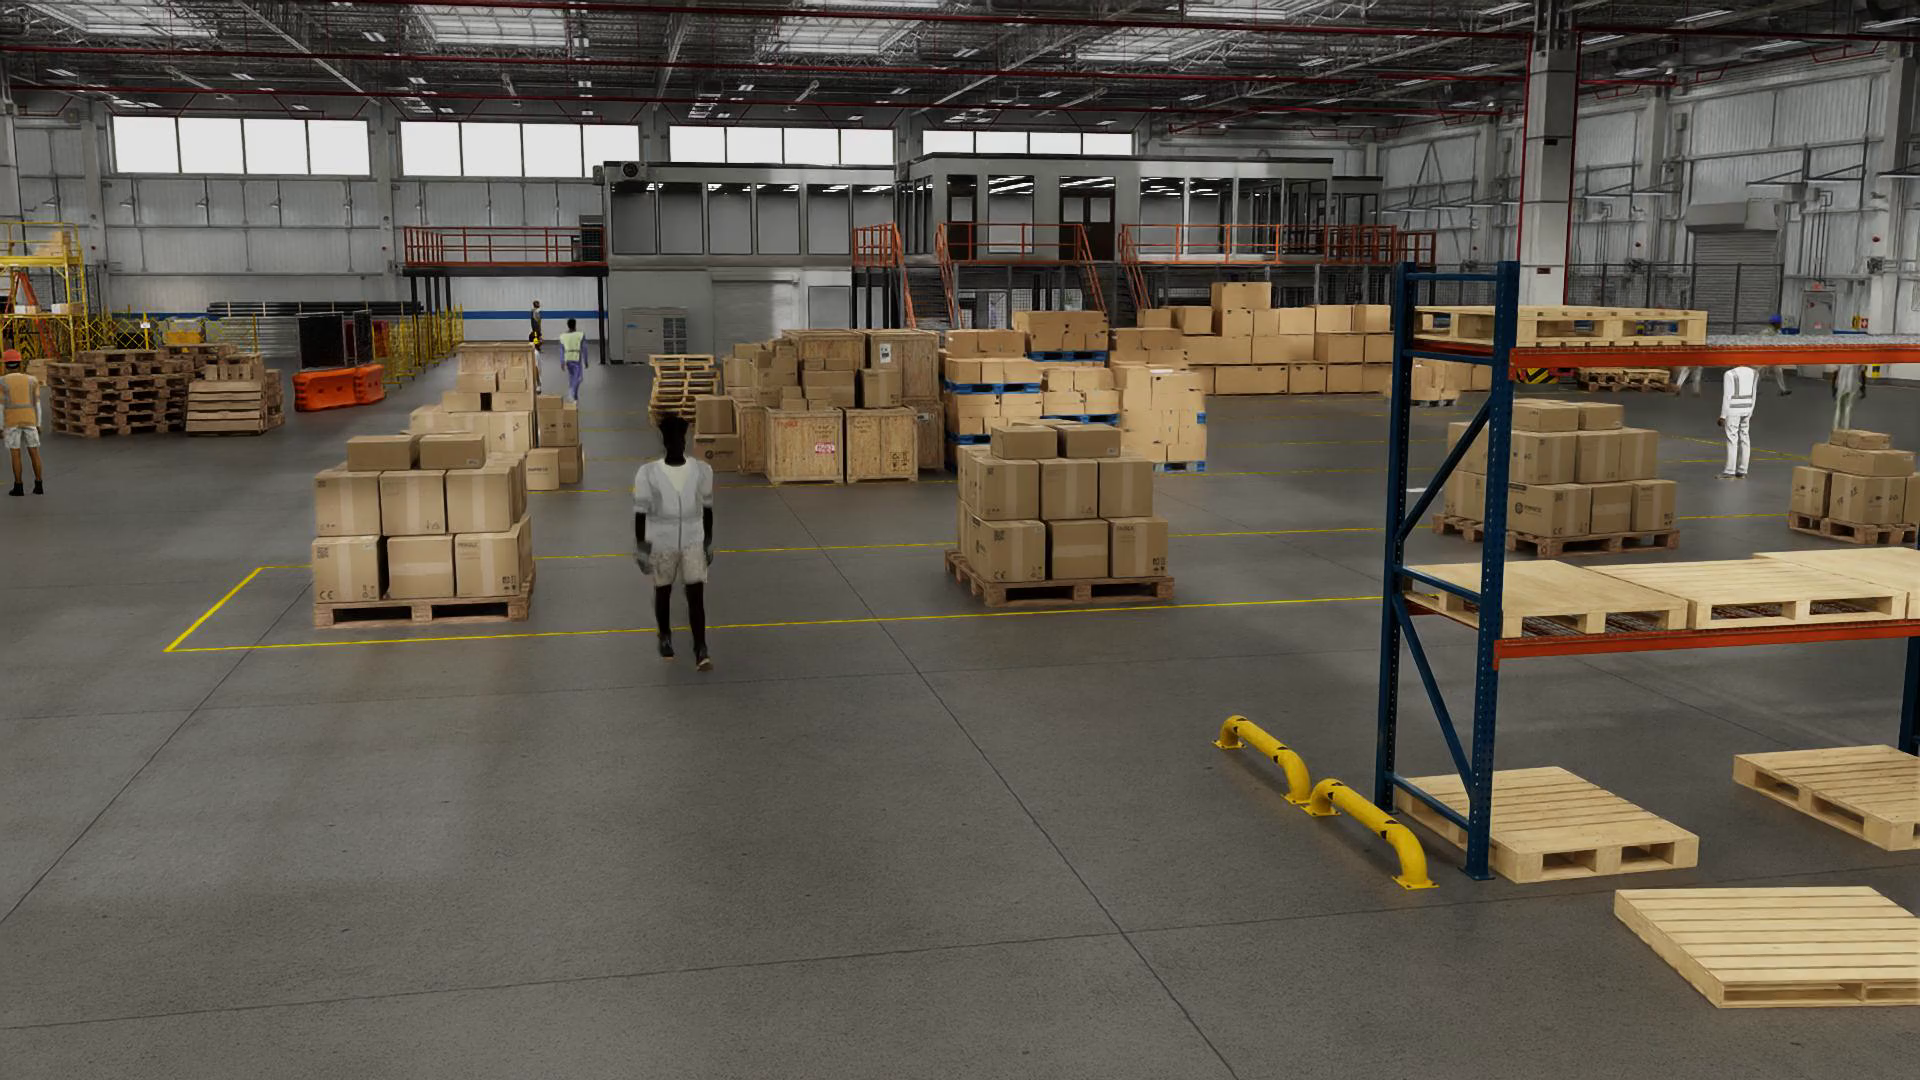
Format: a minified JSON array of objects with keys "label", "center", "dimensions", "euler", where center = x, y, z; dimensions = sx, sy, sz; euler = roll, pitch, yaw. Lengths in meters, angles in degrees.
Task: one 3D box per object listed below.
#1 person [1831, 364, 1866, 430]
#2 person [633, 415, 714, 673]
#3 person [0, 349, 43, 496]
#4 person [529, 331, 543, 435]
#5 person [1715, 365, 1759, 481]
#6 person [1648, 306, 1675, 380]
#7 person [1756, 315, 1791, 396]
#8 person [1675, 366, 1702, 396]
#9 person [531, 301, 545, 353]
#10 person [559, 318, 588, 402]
[{"label":"person","center":[15.215,-2.563,28.470],"dimensions":[0.506,1.825,0.932],"euler":[7,11,35]},{"label":"person","center":[-2.123,0.024,12.430],"dimensions":[0.620,1.905,1.012],"euler":[-3,10,-19]},{"label":"person","center":[-12.397,-1.541,21.898],"dimensions":[0.376,1.933,0.545],"euler":[9,13,43]},{"label":"person","center":[-7.639,-2.818,29.925],"dimensions":[0.328,1.861,0.500],"euler":[-5,11,-30]},{"label":"person","center":[10.971,-1.778,23.489],"dimensions":[0.572,1.886,0.355],"euler":[-3,10,-20]},{"label":"person","center":[18.676,-5.248,44.387],"dimensions":[0.781,1.969,0.625],"euler":[-2,9,-11]},{"label":"person","center":[19.024,-4.323,38.997],"dimensions":[0.607,1.896,1.042],"euler":[-3,10,-17]},{"label":"person","center":[16.981,-4.228,38.614],"dimensions":[0.756,1.824,0.624],"euler":[-8,12,-40]},{"label":"person","center":[-14.842,-7.463,58.273],"dimensions":[0.349,1.842,0.505],"euler":[-8,12,-41]},{"label":"person","center":[-8.569,-3.970,36.799],"dimensions":[0.594,1.896,0.730],"euler":[1,9,9]}]
